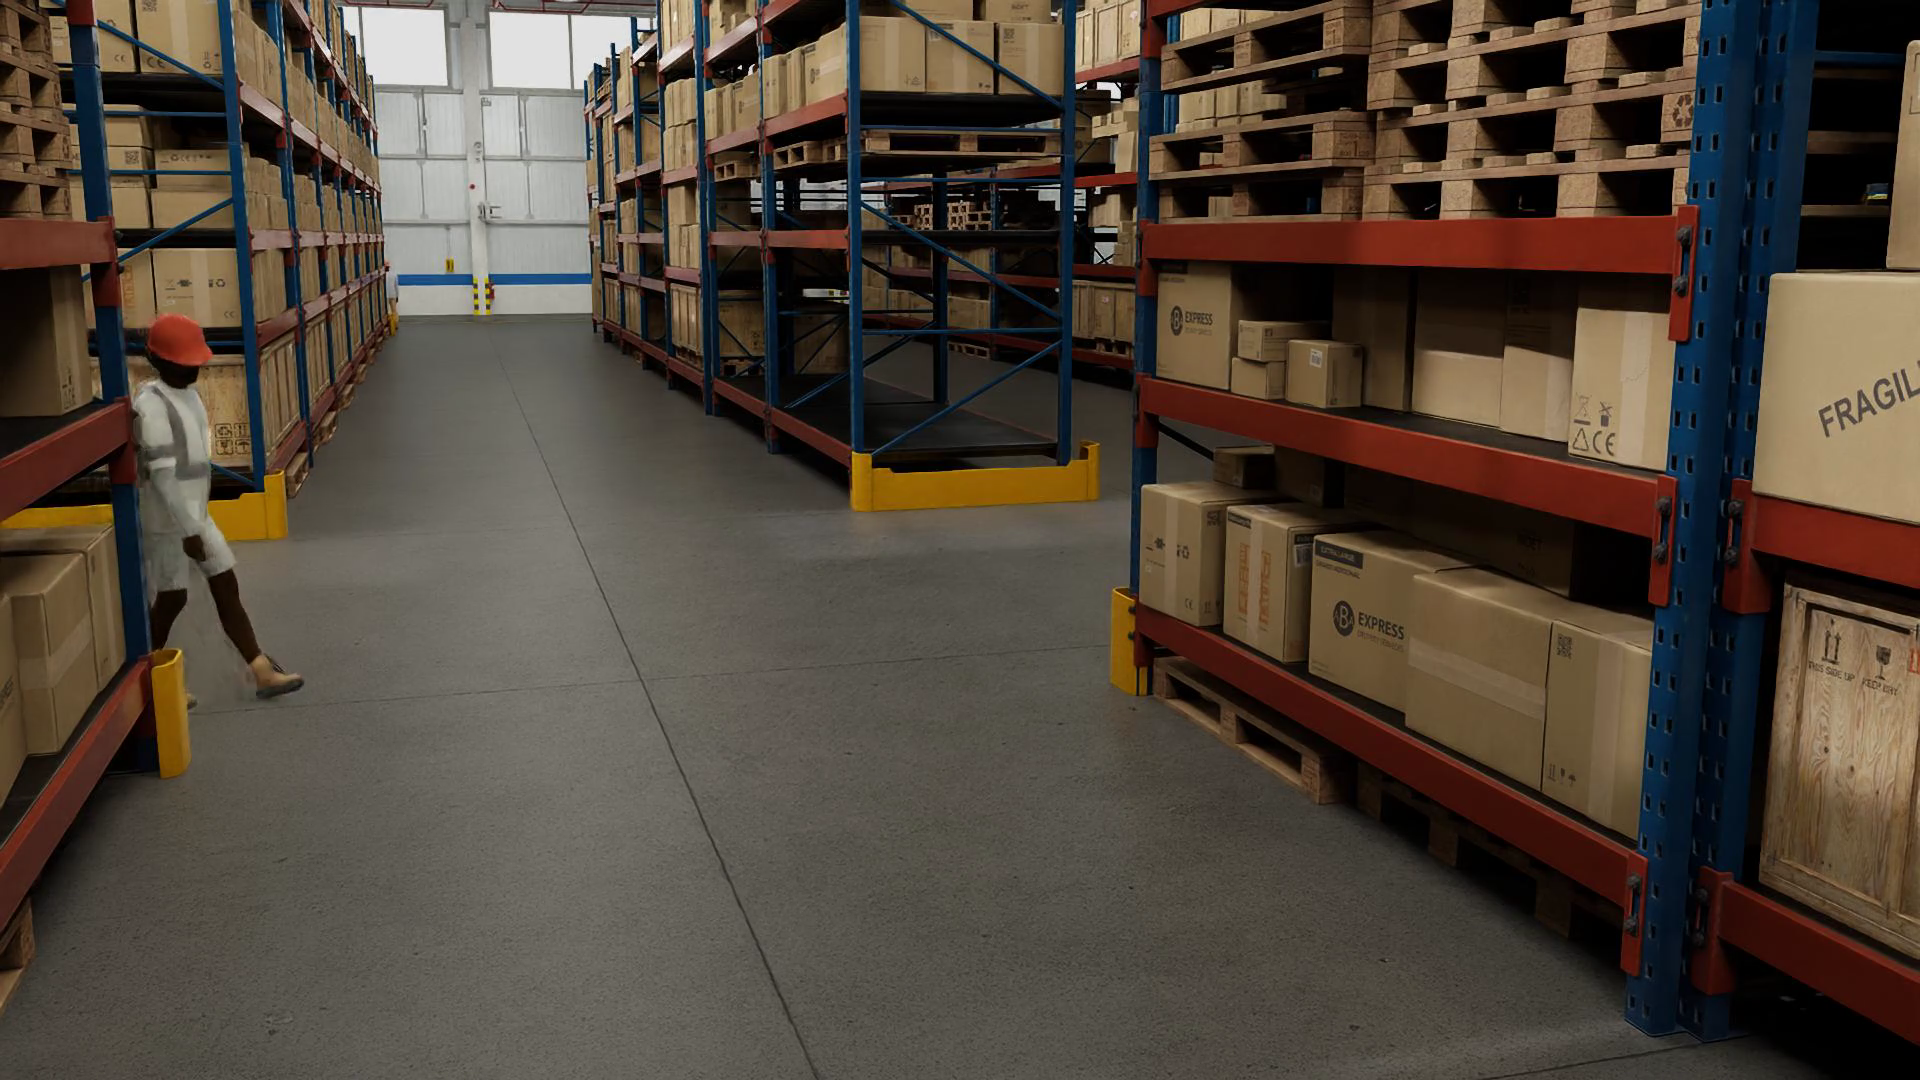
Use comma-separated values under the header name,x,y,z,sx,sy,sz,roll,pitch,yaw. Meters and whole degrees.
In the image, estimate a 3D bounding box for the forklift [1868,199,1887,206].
name,x,y,z,sx,sy,sz,roll,pitch,yaw
forklift,11.338,-2.915,21.052,1.129,2.768,1.873,-3,11,-17

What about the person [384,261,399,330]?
name,x,y,z,sx,sy,sz,roll,pitch,yaw
person,-14.407,-6.149,41.877,0.339,1.748,0.565,9,14,40

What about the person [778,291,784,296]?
name,x,y,z,sx,sy,sz,roll,pitch,yaw
person,-3.937,-5.102,35.979,0.636,1.816,0.718,-4,11,-20

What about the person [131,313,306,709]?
name,x,y,z,sx,sy,sz,roll,pitch,yaw
person,-3.753,-0.117,8.176,0.860,1.980,0.687,0,10,-2
